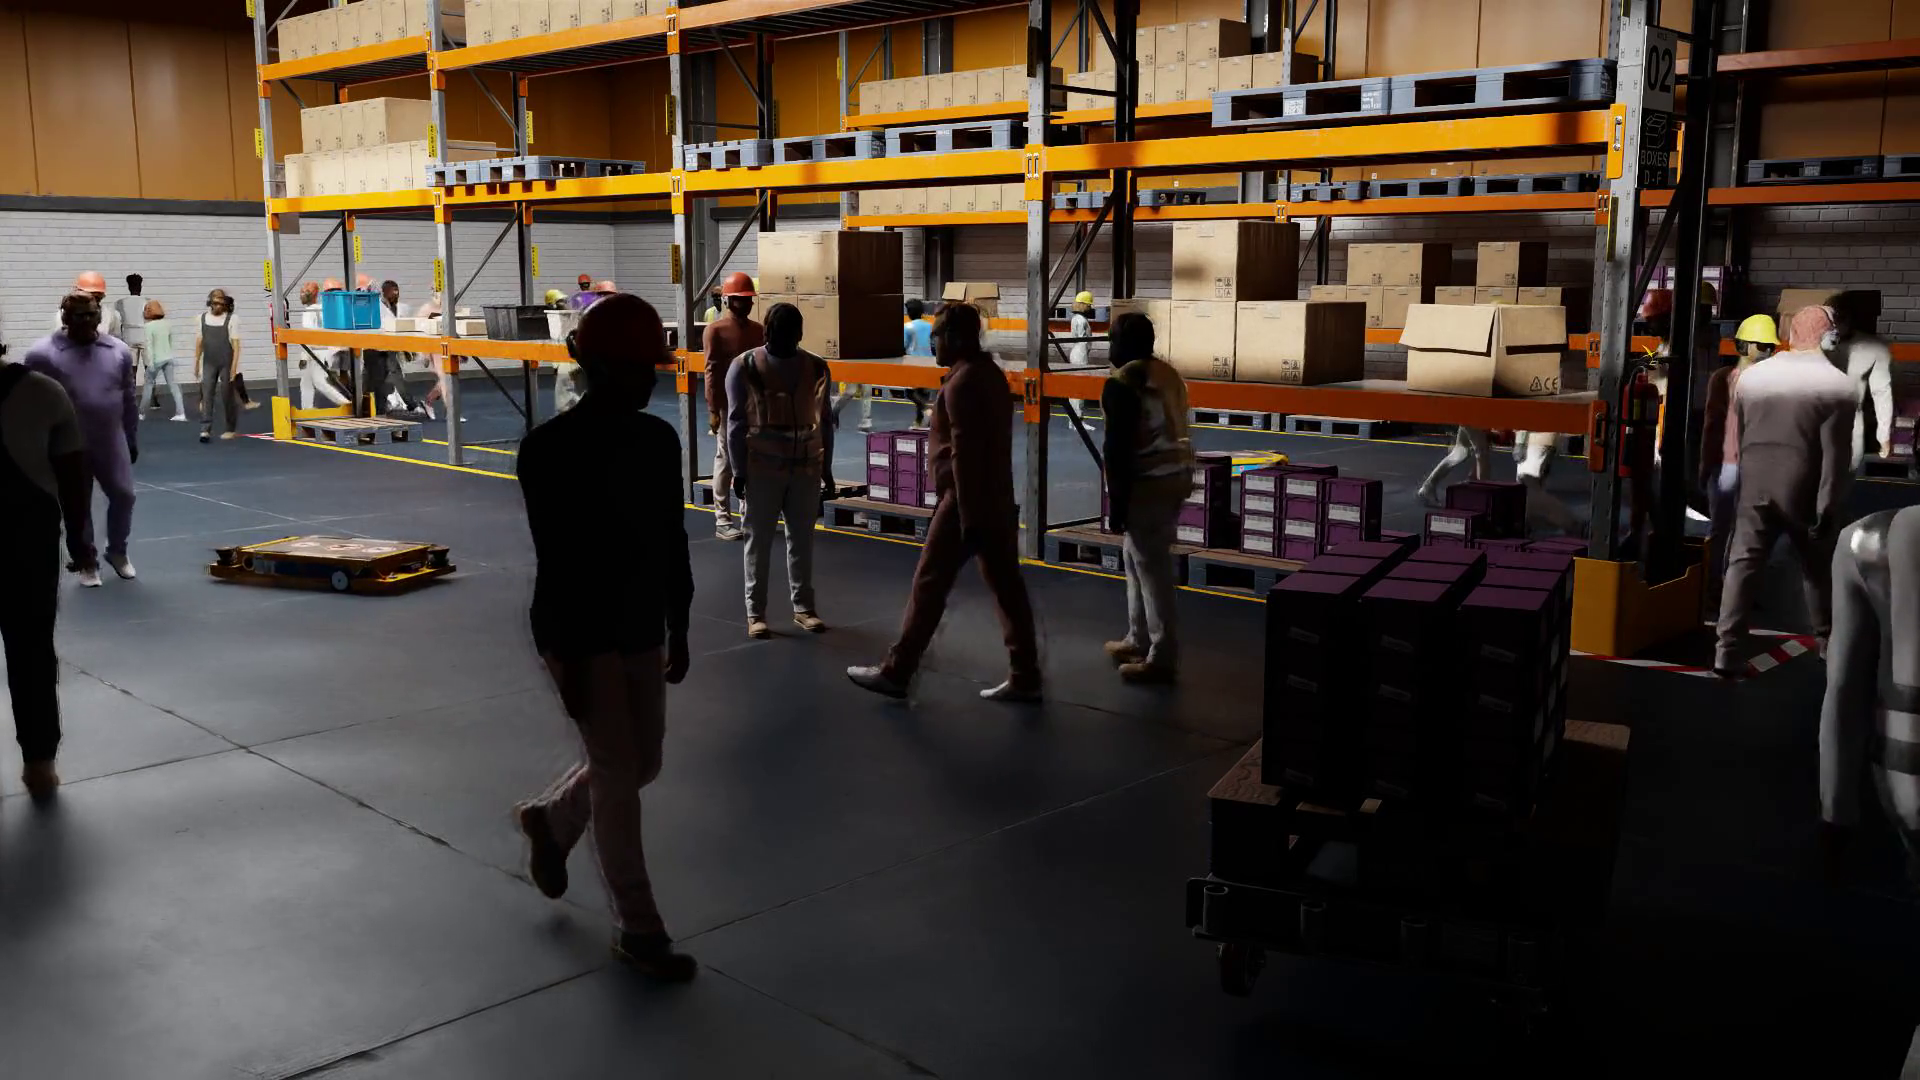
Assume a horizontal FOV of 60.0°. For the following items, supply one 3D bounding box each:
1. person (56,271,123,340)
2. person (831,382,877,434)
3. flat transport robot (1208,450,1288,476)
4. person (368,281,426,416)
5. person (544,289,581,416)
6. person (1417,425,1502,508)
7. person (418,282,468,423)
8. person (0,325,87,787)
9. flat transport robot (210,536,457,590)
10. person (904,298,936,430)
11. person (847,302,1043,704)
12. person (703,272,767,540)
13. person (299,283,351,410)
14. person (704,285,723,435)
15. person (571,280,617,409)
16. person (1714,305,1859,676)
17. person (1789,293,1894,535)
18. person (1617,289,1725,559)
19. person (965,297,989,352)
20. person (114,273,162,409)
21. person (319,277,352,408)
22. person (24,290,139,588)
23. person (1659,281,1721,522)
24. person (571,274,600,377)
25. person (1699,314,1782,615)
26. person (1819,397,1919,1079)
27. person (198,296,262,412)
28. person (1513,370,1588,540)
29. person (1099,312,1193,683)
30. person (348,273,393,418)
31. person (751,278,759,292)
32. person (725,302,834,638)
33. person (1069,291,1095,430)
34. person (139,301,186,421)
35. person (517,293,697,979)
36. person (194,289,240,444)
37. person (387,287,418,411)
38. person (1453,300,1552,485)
[{"bbox_3d":[-8.504,-1.629,16.353,0.617,1.993,0.923,-8,12,-41],"label":"person"},{"bbox_3d":[-1.312,-2.199,20.414,0.679,1.812,0.598,9,13,44],"label":"person"},{"bbox_3d":[2.555,-0.728,16.089,1.431,0.197,0.652,-3,10,-20],"label":"flat transport robot"},{"bbox_3d":[-7.814,-2.624,22.847,1.033,1.858,0.605,1,9,7],"label":"person"},{"bbox_3d":[-4.654,-2.105,19.897,0.661,1.787,0.620,-3,10,-19],"label":"person"},{"bbox_3d":[4.204,-1.017,13.818,0.830,1.593,0.500,6,11,32],"label":"person"},{"bbox_3d":[-6.890,-2.502,22.069,0.849,1.876,0.646,4,10,23],"label":"person"},{"bbox_3d":[-3.864,-0.068,6.629,0.701,2.000,1.034,-6,11,-32],"label":"person"},{"bbox_3d":[-4.067,0.136,10.791,1.431,0.197,0.652,3,10,20],"label":"flat transport robot"},{"bbox_3d":[-0.460,-2.132,20.395,0.543,1.672,0.553,-8,12,-40],"label":"person"},{"bbox_3d":[-0.052,-0.158,7.733,0.985,1.859,0.650,3,10,19],"label":"person"},{"bbox_3d":[-1.655,-1.004,12.505,0.381,1.994,0.622,7,12,38],"label":"person"},{"bbox_3d":[-8.159,-2.356,21.244,0.882,1.857,0.579,-1,9,-8],"label":"person"},{"bbox_3d":[-2.847,-2.159,20.132,0.618,1.829,0.430,6,11,33],"label":"person"},{"bbox_3d":[-4.545,-2.318,20.917,0.965,1.891,0.560,-3,10,-18],"label":"person"},{"bbox_3d":[4.181,-0.246,8.344,1.044,1.841,0.637,-7,12,-37],"label":"person"},{"bbox_3d":[6.059,-0.775,11.529,0.669,1.877,1.080,4,10,21],"label":"person"},{"bbox_3d":[4.926,-0.769,11.403,0.883,1.899,0.546,2,9,10],"label":"person"},{"bbox_3d":[0.169,-2.572,23.253,0.502,1.627,0.270,-5,10,-26],"label":"person"},{"bbox_3d":[-11.849,-2.859,24.010,0.606,1.958,0.366,-1,9,-9],"label":"person"},{"bbox_3d":[-8.590,-2.685,23.106,0.565,1.908,0.770,-9,13,-44],"label":"person"},{"bbox_3d":[-5.536,-0.631,10.566,0.650,1.889,0.426,-8,12,-39],"label":"person"},{"bbox_3d":[5.848,-1.097,13.284,0.594,1.926,0.367,-5,10,-27],"label":"person"},{"bbox_3d":[-6.951,-3.980,30.950,0.581,1.925,0.437,-5,10,-26],"label":"person"},{"bbox_3d":[4.600,-0.442,9.791,0.558,1.759,0.368,-4,10,-25],"label":"person"},{"bbox_3d":[2.106,0.571,3.475,1.033,1.830,0.642,-7,12,-38],"label":"person"},{"bbox_3d":[-10.399,-2.619,23.492,0.538,1.647,0.887,6,11,33],"label":"person"},{"bbox_3d":[4.090,-0.678,11.640,0.632,1.620,0.521,8,12,39],"label":"person"},{"bbox_3d":[0.889,-0.211,8.252,0.600,1.810,0.627,6,11,32],"label":"person"},{"bbox_3d":[-7.822,-2.543,22.045,0.458,1.958,0.636,0,9,2],"label":"person"},{"bbox_3d":[-2.716,-2.533,22.168,0.659,1.895,0.625,0,9,-3],"label":"person"},{"bbox_3d":[-0.974,-0.387,9.198,0.623,1.844,0.429,-4,10,-25],"label":"person"},{"bbox_3d":[1.540,-2.254,20.952,0.303,1.740,0.485,-1,9,-9],"label":"person"},{"bbox_3d":[-10.709,-2.369,22.123,0.821,1.590,0.514,3,10,19],"label":"person"},{"bbox_3d":[-1.088,0.258,4.901,0.802,1.964,0.612,7,11,36],"label":"person"},{"bbox_3d":[-8.675,-2.021,19.385,0.568,1.787,0.870,-1,9,-6],"label":"person"},{"bbox_3d":[-8.159,-2.781,23.953,0.521,1.813,0.968,-8,12,-40],"label":"person"},{"bbox_3d":[4.990,-1.318,15.211,0.787,1.743,0.528,6,11,32],"label":"person"}]
